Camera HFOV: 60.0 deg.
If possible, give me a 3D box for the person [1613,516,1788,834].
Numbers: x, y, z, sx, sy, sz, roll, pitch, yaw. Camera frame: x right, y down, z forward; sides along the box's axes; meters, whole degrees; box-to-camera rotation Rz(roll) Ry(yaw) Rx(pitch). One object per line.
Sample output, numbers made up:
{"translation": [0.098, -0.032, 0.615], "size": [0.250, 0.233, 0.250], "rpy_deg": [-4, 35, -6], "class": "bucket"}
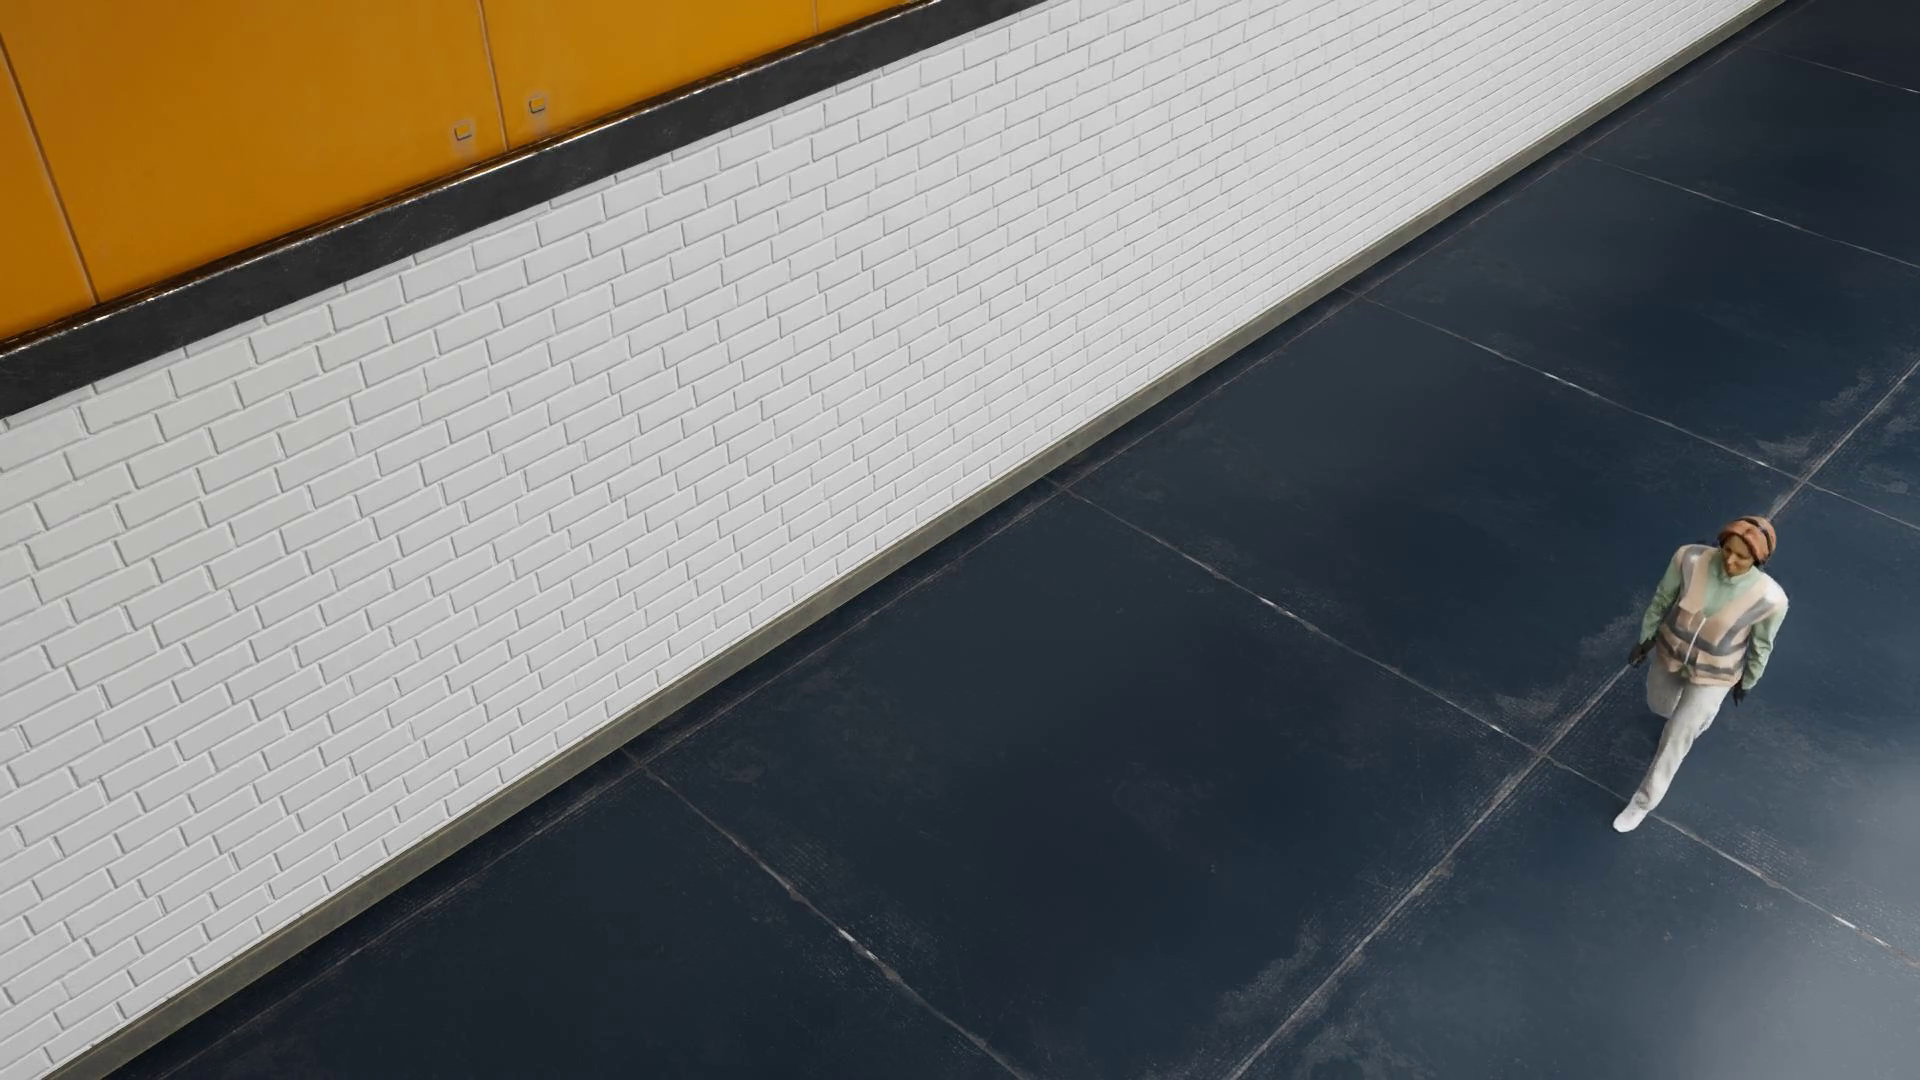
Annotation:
{"translation": [3.219, 0.507, 7.207], "size": [0.754, 1.610, 0.508], "rpy_deg": [-28, 46, -30], "class": "person"}
